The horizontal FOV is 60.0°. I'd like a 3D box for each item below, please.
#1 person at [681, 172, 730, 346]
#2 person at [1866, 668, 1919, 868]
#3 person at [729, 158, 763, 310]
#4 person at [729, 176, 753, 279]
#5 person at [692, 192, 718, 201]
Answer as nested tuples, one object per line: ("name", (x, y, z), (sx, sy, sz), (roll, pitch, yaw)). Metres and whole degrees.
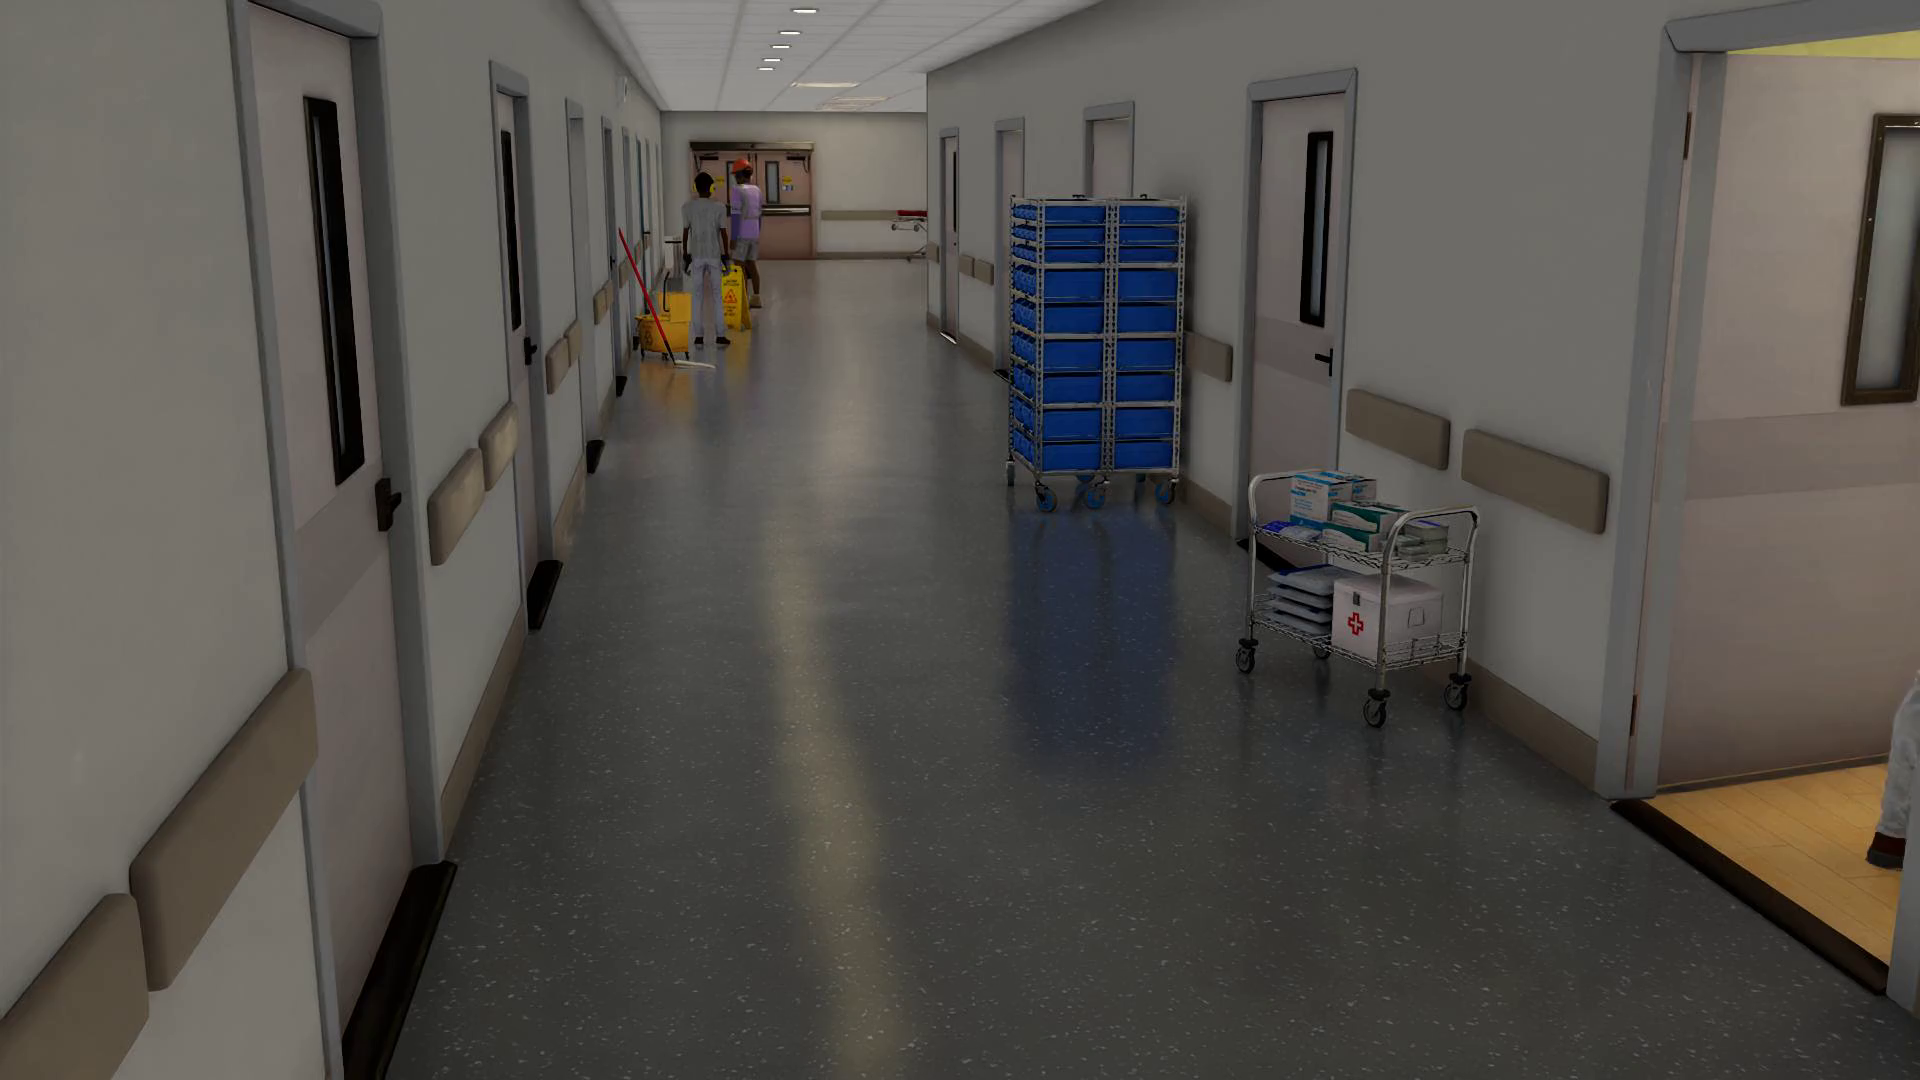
("person", (-2.757, -3.046, 18.060), (0.521, 1.870, 0.319), (0, 13, 1))
("person", (2.811, 0.015, 4.395), (0.500, 1.919, 0.651), (0, 13, 2))
("person", (-2.931, -4.149, 22.612), (0.409, 2.028, 0.616), (7, 14, 28))
("person", (-3.709, -5.447, 28.592), (0.373, 1.928, 0.543), (7, 14, 29))
("person", (-4.758, -5.918, 31.052), (0.533, 1.766, 0.319), (-8, 15, -32))
